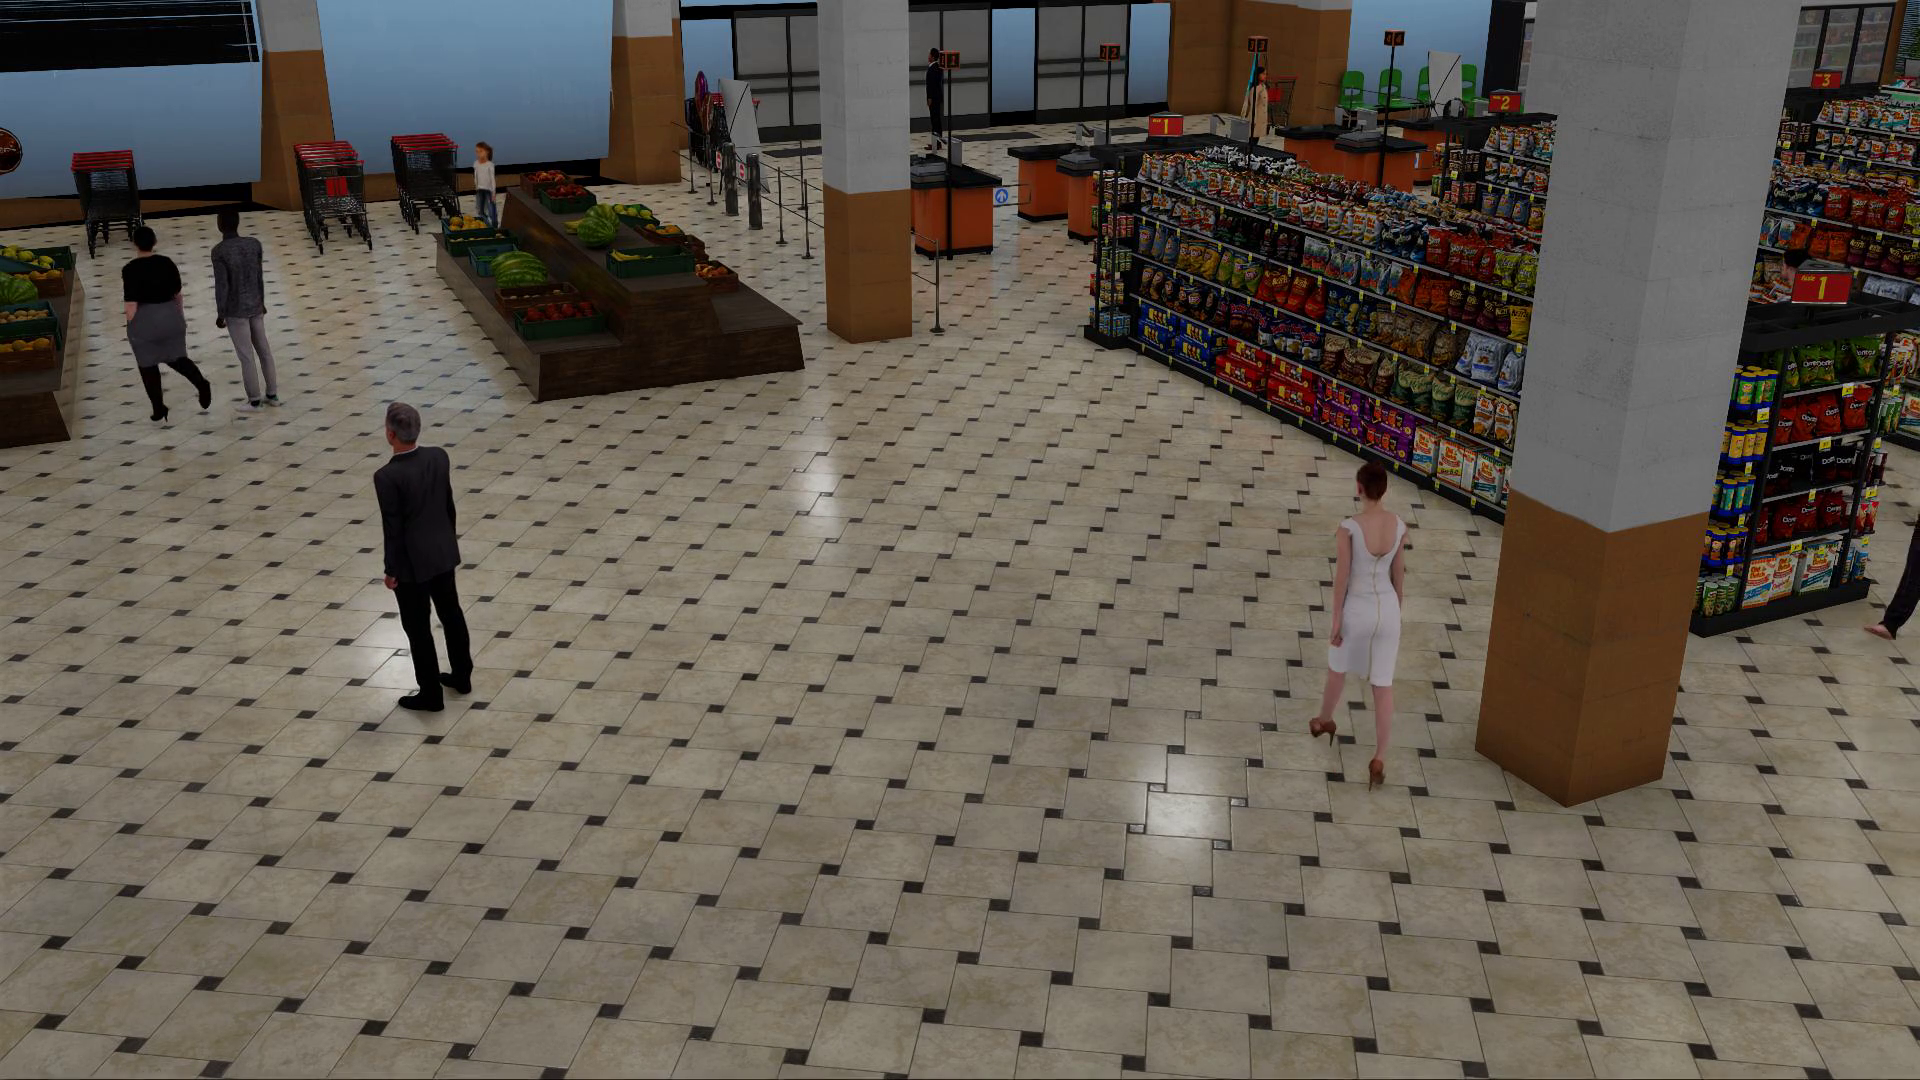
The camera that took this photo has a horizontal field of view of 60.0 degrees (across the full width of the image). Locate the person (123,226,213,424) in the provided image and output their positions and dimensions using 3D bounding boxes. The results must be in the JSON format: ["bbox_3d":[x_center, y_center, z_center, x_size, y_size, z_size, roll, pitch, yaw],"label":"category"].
[{"bbox_3d":[-6.919,-1.837,14.482,1.101,1.735,0.984,11,24,26],"label":"person"}]

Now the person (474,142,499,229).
[{"bbox_3d":[-6.181,-4.573,21.862,0.586,1.310,0.645,7,23,18],"label":"person"}]

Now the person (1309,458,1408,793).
[{"bbox_3d":[2.153,0.473,8.707,0.743,1.754,0.978,-3,22,-7],"label":"person"}]

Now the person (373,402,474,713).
[{"bbox_3d":[-3.095,0.089,9.548,0.827,1.841,0.800,11,24,26],"label":"person"}]

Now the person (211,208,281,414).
[{"bbox_3d":[-6.411,-2.062,14.902,0.785,1.839,0.754,10,24,23],"label":"person"}]

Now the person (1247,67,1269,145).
[{"bbox_3d":[4.775,-6.762,26.812,0.733,1.681,0.714,12,25,27],"label":"person"}]

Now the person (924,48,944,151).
[{"bbox_3d":[-0.436,-7.733,29.166,0.767,1.728,0.683,5,23,13],"label":"person"}]
